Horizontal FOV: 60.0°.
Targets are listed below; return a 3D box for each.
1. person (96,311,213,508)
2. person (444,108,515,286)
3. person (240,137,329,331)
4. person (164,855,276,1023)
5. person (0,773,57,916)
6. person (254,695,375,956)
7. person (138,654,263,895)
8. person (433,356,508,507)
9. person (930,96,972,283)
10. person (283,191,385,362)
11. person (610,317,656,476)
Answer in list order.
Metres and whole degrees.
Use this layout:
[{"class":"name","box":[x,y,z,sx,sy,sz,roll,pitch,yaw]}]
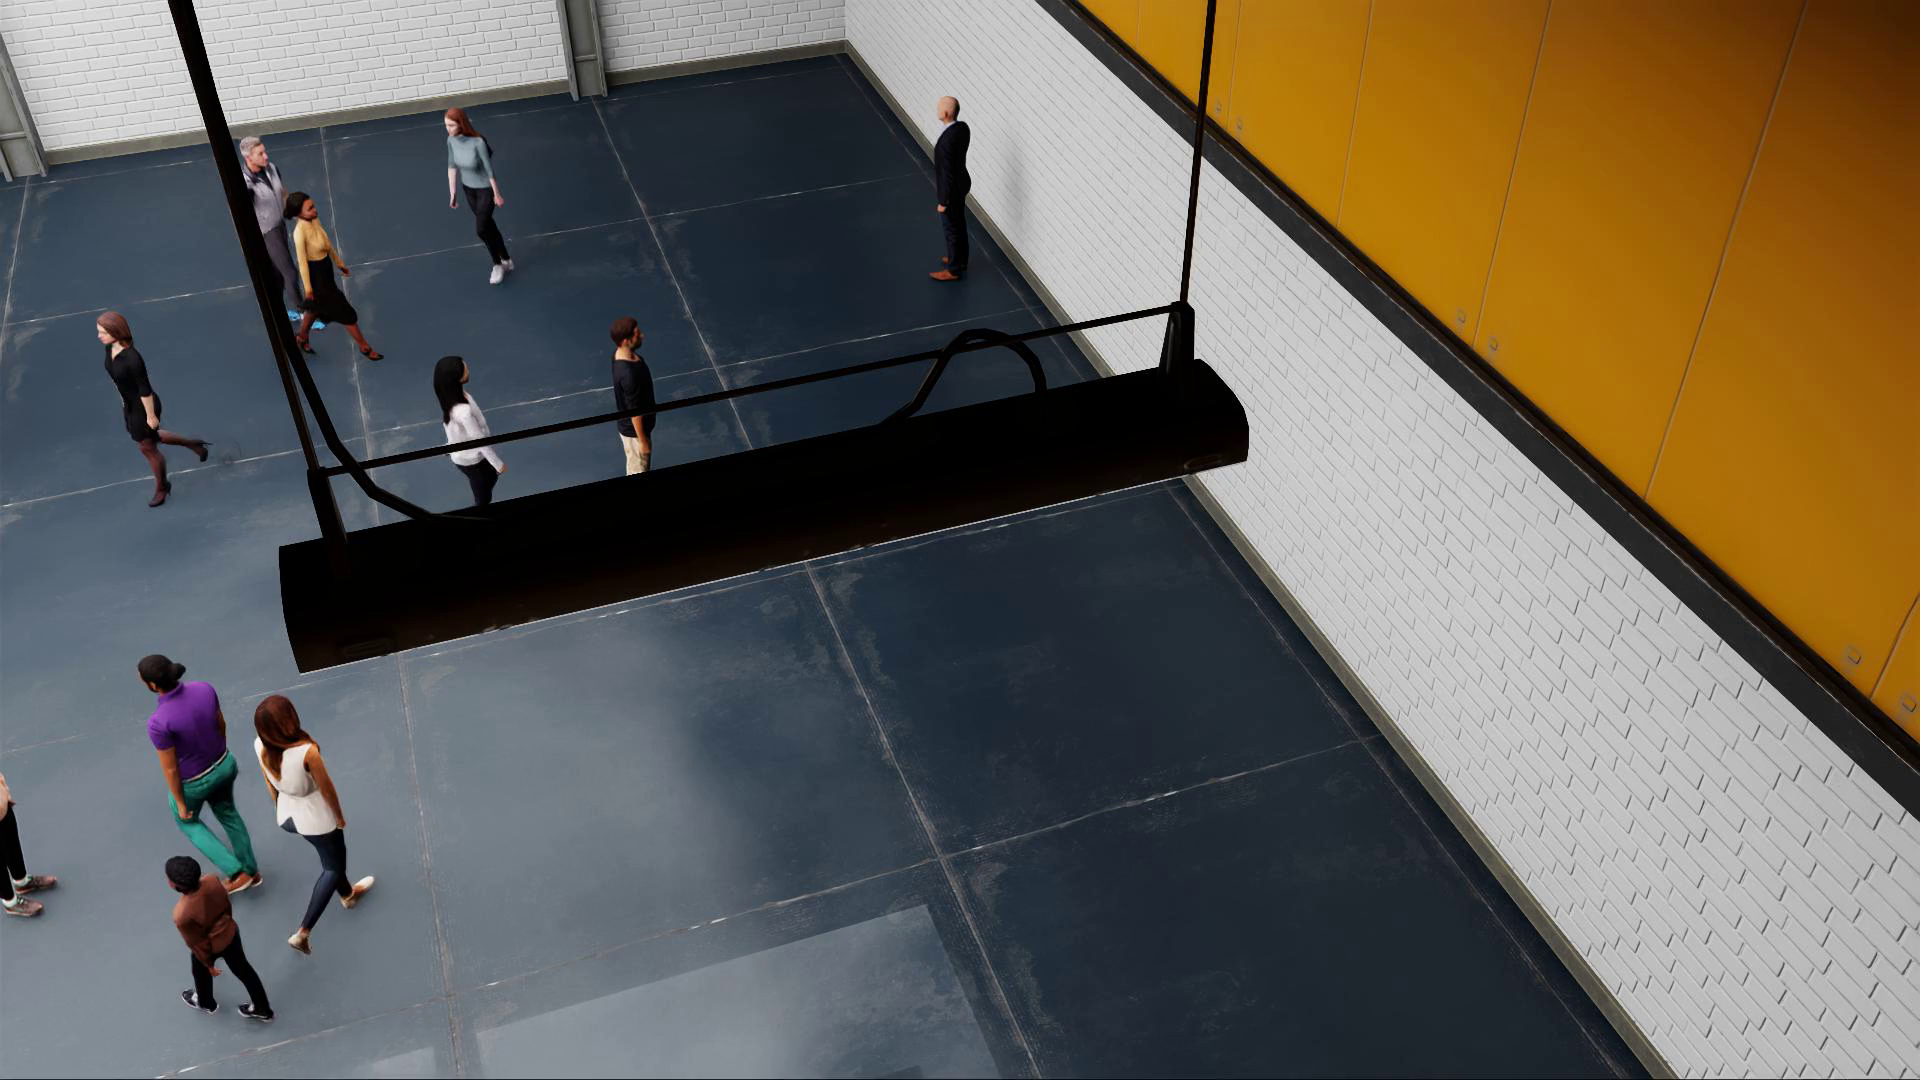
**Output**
[{"class":"person","box":[-6.240,-1.048,12.813,0.832,1.689,0.960,28,47,31]},{"class":"person","box":[-4.436,-3.268,15.568,0.759,1.722,0.819,18,42,21]},{"class":"person","box":[-6.236,-2.746,14.851,1.019,1.801,0.925,7,39,8]},{"class":"person","box":[-4.014,2.211,9.104,0.857,1.226,0.775,13,40,16]},{"class":"person","box":[-5.655,1.600,9.666,0.606,1.479,0.619,-1,39,-1]},{"class":"person","box":[-3.735,1.629,9.403,0.970,1.762,0.997,13,41,16]},{"class":"person","box":[-4.332,1.408,9.697,0.873,1.742,0.815,12,40,15]},{"class":"person","box":[-3.655,-0.600,12.248,0.602,1.694,0.656,-18,42,-21]},{"class":"person","box":[-0.073,-3.280,15.522,0.800,1.798,0.769,12,40,15]},{"class":"person","box":[-5.589,-2.243,14.373,1.093,1.610,0.778,-1,39,-1]},{"class":"person","box":[-2.439,-0.852,12.436,0.546,1.854,0.634,-11,40,-13]}]
